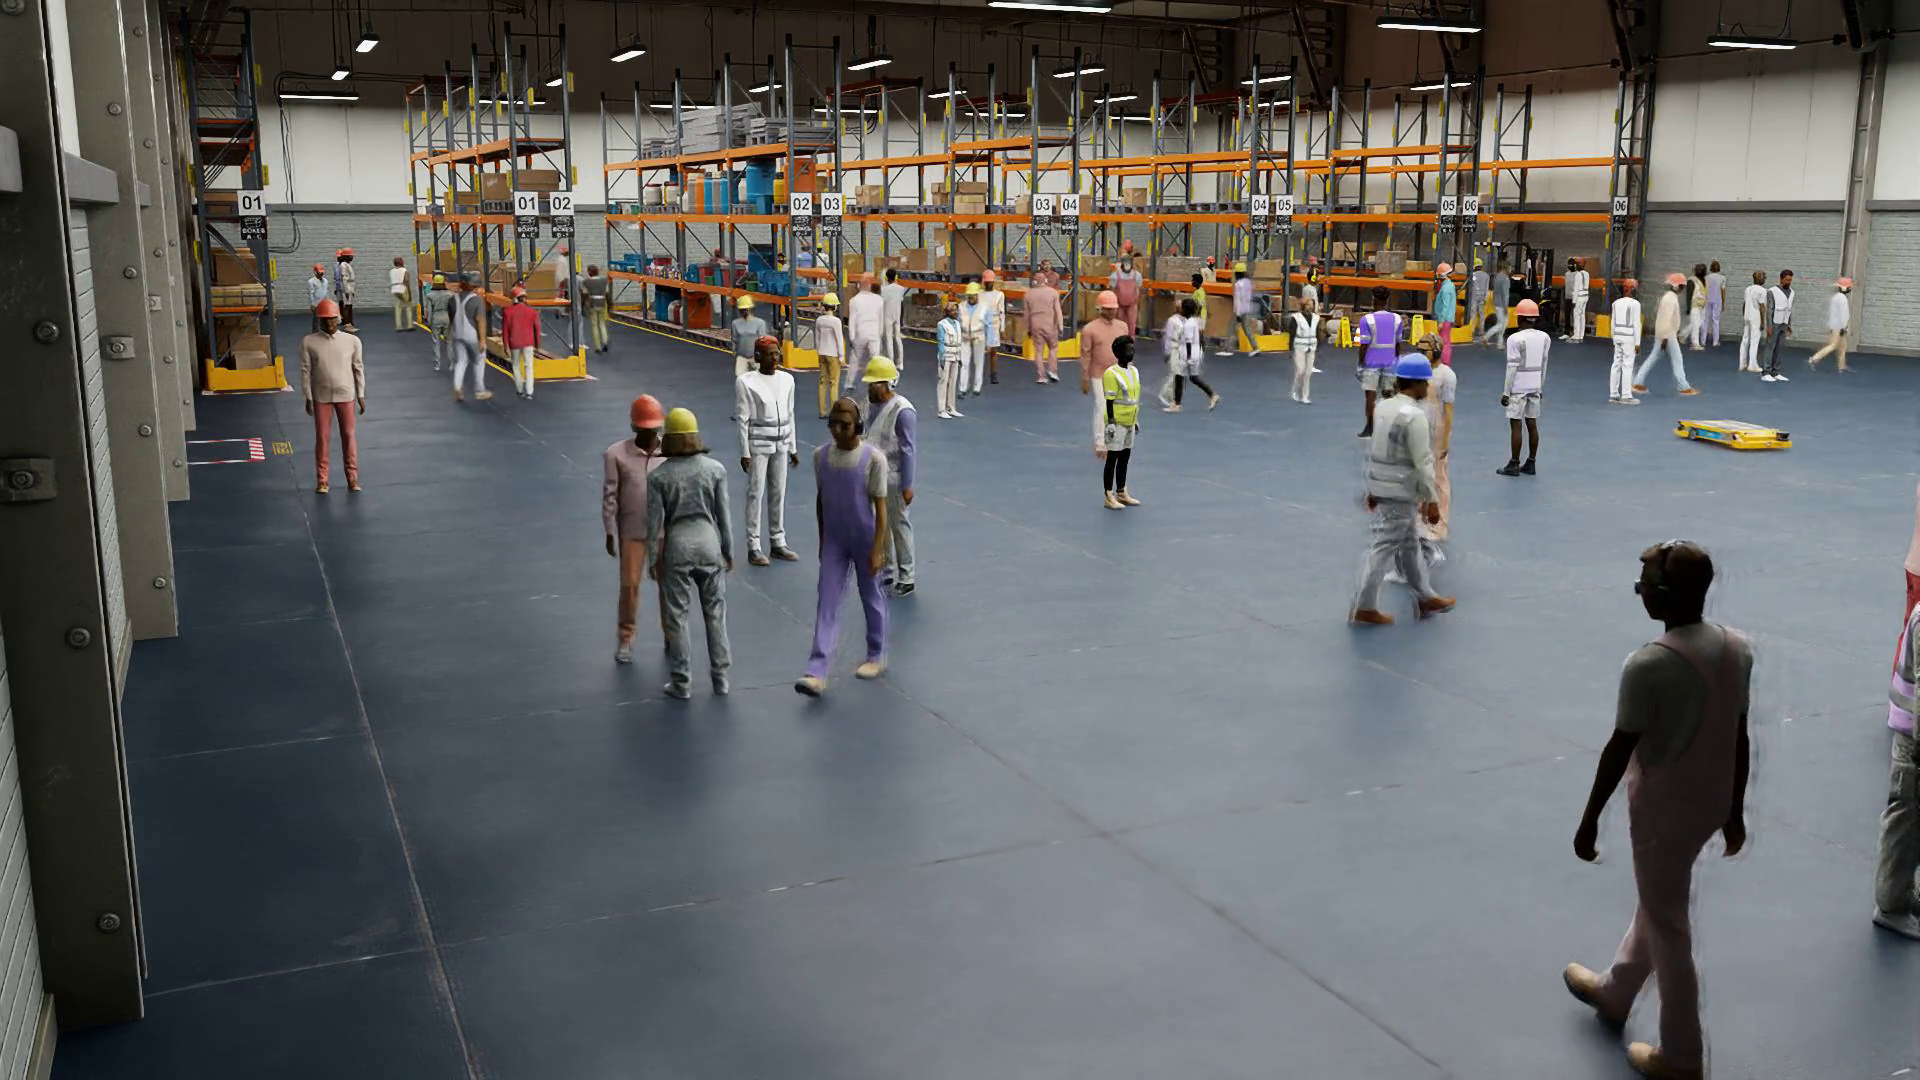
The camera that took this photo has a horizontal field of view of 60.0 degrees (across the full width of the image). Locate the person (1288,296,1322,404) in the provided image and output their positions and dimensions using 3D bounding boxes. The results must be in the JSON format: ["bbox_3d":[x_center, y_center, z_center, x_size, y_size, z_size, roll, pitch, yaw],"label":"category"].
[{"bbox_3d":[5.228,-2.867,25.136,0.540,1.623,0.372,-5,12,-22],"label":"person"}]

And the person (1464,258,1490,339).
[{"bbox_3d":[11.873,-5.553,38.278,0.591,1.834,0.404,-4,12,-17],"label":"person"}]

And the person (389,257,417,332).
[{"bbox_3d":[-13.596,-5.981,40.538,0.603,1.797,0.783,3,12,15],"label":"person"}]

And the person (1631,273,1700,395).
[{"bbox_3d":[11.221,-3.264,26.415,1.043,1.940,0.628,2,11,10],"label":"person"}]

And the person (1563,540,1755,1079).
[{"bbox_3d":[2.279,0.884,5.586,0.542,1.821,0.762,-6,12,-26],"label":"person"}]

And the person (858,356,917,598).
[{"bbox_3d":[-0.559,-0.474,12.526,0.413,1.821,0.610,-8,14,-36],"label":"person"}]

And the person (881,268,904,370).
[{"bbox_3d":[-1.250,-4.045,30.545,0.532,1.862,0.314,-9,14,-37],"label":"person"}]

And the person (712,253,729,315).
[{"bbox_3d":[-6.843,-7.311,47.195,0.634,1.841,0.429,8,13,34],"label":"person"}]

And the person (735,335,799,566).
[{"bbox_3d":[-1.577,-0.742,13.707,0.573,1.883,0.356,-10,15,-42],"label":"person"}]

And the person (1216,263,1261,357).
[{"bbox_3d":[5.670,-4.627,33.453,0.924,1.880,0.586,10,15,42],"label":"person"}]

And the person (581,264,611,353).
[{"bbox_3d":[-7.530,-4.777,34.346,0.573,1.823,0.481,-7,13,-32],"label":"person"}]

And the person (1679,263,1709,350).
[{"bbox_3d":[15.537,-4.935,35.168,0.640,1.827,0.642,-7,13,-32],"label":"person"}]

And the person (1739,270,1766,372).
[{"bbox_3d":[14.441,-3.979,30.251,0.348,1.846,0.506,-3,11,-13],"label":"person"}]

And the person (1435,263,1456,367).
[{"bbox_3d":[8.573,-3.898,29.483,0.393,1.985,0.611,5,12,24],"label":"person"}]

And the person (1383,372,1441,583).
[{"bbox_3d":[3.486,-0.517,12.961,0.393,1.731,0.491,10,15,41],"label":"person"}]

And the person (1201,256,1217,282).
[{"bbox_3d":[6.515,-6.523,43.402,0.567,1.755,0.321,-10,15,-42],"label":"person"}]

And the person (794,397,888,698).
[{"bbox_3d":[-0.683,0.039,9.980,0.520,1.786,0.986,4,12,21],"label":"person"}]

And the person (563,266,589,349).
[{"bbox_3d":[-8.159,-4.975,35.276,0.523,1.862,0.328,4,12,20],"label":"person"}]

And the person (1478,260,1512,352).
[{"bbox_3d":[11.104,-4.823,34.352,0.618,1.919,0.641,1,11,5],"label":"person"}]

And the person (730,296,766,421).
[{"bbox_3d":[-2.938,-2.492,22.992,0.532,1.729,0.839,2,11,9],"label":"person"}]

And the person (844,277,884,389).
[{"bbox_3d":[-1.530,-3.338,27.003,0.651,1.860,0.993,-5,12,-26],"label":"person"}]

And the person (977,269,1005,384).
[{"bbox_3d":[0.485,-3.579,27.991,0.551,1.932,0.378,-1,11,-7],"label":"person"}]

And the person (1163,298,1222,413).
[{"bbox_3d":[3.361,-2.653,23.951,0.772,1.674,0.533,4,12,20],"label":"person"}]

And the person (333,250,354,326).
[{"bbox_3d":[-15.788,-6.447,42.547,0.545,1.942,0.354,3,12,15],"label":"person"}]

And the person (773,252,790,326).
[{"bbox_3d":[-4.554,-6.420,42.599,0.535,1.868,0.309,2,11,9],"label":"person"}]

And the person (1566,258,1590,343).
[{"bbox_3d":[13.790,-5.325,37.028,0.366,1.880,0.582,10,15,40],"label":"person"}]

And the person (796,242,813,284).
[{"bbox_3d":[-4.777,-8.119,50.921,0.630,1.984,1.031,-5,12,-25],"label":"person"}]

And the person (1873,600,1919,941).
[{"bbox_3d":[3.889,0.766,6.669,0.315,1.636,0.514,8,14,37],"label":"person"}]

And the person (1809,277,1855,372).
[{"bbox_3d":[15.870,-3.897,30.133,0.735,1.727,0.572,4,12,18],"label":"person"}]

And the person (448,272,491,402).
[{"bbox_3d":[-7.547,-3.140,25.488,0.708,2.000,0.815,4,12,22],"label":"person"}]

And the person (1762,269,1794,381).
[{"bbox_3d":[14.073,-3.689,28.606,0.587,1.914,0.390,-5,12,-26],"label":"person"}]

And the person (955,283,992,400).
[{"bbox_3d":[0.177,-3.056,25.674,0.626,1.792,0.871,2,11,12],"label":"person"}]

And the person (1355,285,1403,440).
[{"bbox_3d":[5.310,-2.243,21.120,0.602,1.966,0.368,-3,12,-17],"label":"person"}]

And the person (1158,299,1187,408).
[{"bbox_3d":[3.194,-2.745,24.560,0.376,1.620,0.523,7,13,33],"label":"person"}]
